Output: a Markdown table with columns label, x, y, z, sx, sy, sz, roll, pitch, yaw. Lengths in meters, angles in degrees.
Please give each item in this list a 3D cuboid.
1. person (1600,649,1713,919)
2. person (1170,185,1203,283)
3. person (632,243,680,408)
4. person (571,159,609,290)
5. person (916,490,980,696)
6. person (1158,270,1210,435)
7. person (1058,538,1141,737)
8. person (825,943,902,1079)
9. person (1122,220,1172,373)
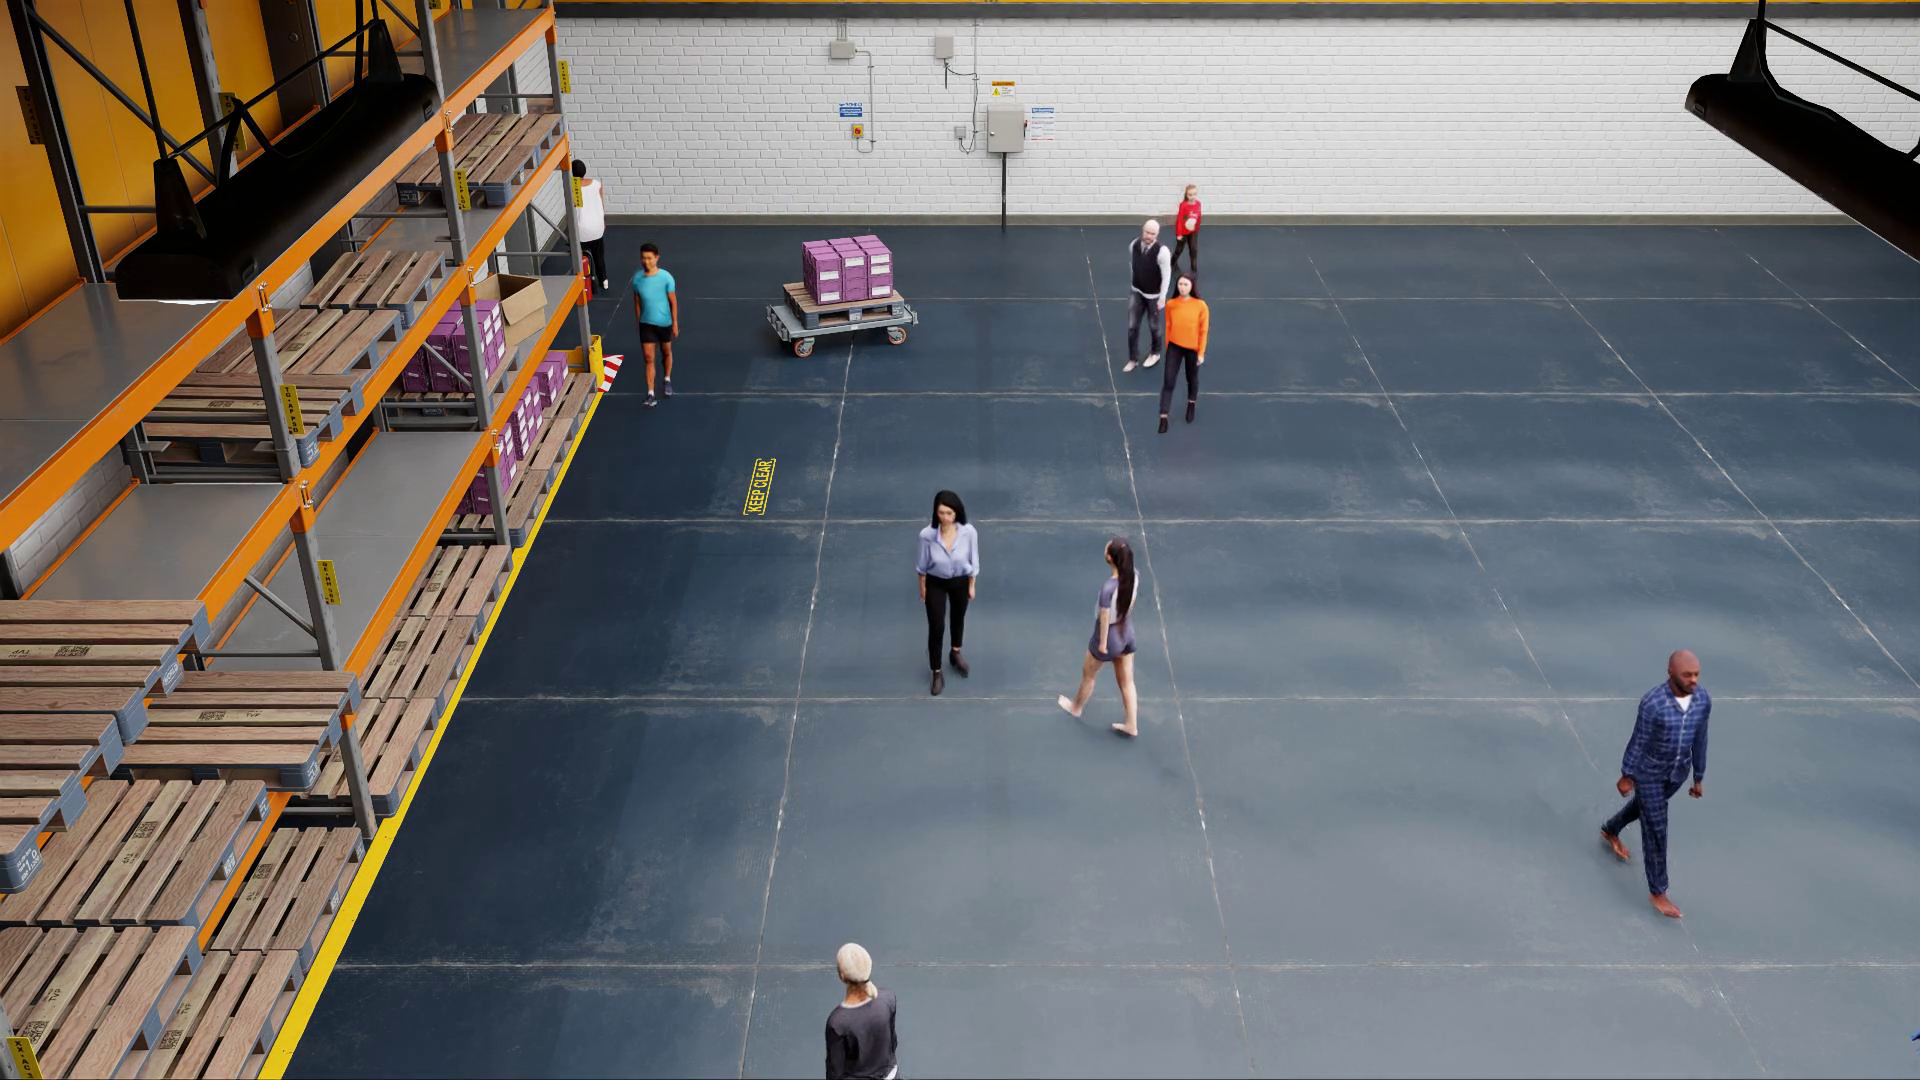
| label | x | y | z | sx | sy | sz | roll | pitch | yaw |
| --- | --- | --- | --- | --- | --- | --- | --- | --- | --- |
| person | 4.536 | 1.466 | 10.898 | 0.911 | 1.773 | 1.238 | -8 | 30 | -14 |
| person | 2.906 | -3.972 | 21.417 | 0.735 | 1.247 | 0.996 | -12 | 31 | -21 |
| person | -3.248 | -2.367 | 17.953 | 0.654 | 1.747 | 0.994 | 0 | 29 | 1 |
| person | -4.718 | -3.969 | 20.952 | 0.764 | 1.687 | 0.796 | -18 | 34 | -30 |
| person | -0.091 | 0.336 | 13.023 | 0.712 | 1.722 | 0.847 | -7 | 29 | -13 |
| person | 2.367 | -1.980 | 17.285 | 0.889 | 1.706 | 1.191 | 10 | 30 | 17 |
| person | 1.213 | 0.767 | 12.336 | 0.934 | 1.623 | 1.009 | -25 | 37 | -38 |
| person | -0.447 | 2.815 | 8.487 | 0.711 | 1.715 | 0.733 | -15 | 32 | -25 |
| person | 2.129 | -2.753 | 18.622 | 0.954 | 1.783 | 1.046 | 22 | 36 | 35 |
